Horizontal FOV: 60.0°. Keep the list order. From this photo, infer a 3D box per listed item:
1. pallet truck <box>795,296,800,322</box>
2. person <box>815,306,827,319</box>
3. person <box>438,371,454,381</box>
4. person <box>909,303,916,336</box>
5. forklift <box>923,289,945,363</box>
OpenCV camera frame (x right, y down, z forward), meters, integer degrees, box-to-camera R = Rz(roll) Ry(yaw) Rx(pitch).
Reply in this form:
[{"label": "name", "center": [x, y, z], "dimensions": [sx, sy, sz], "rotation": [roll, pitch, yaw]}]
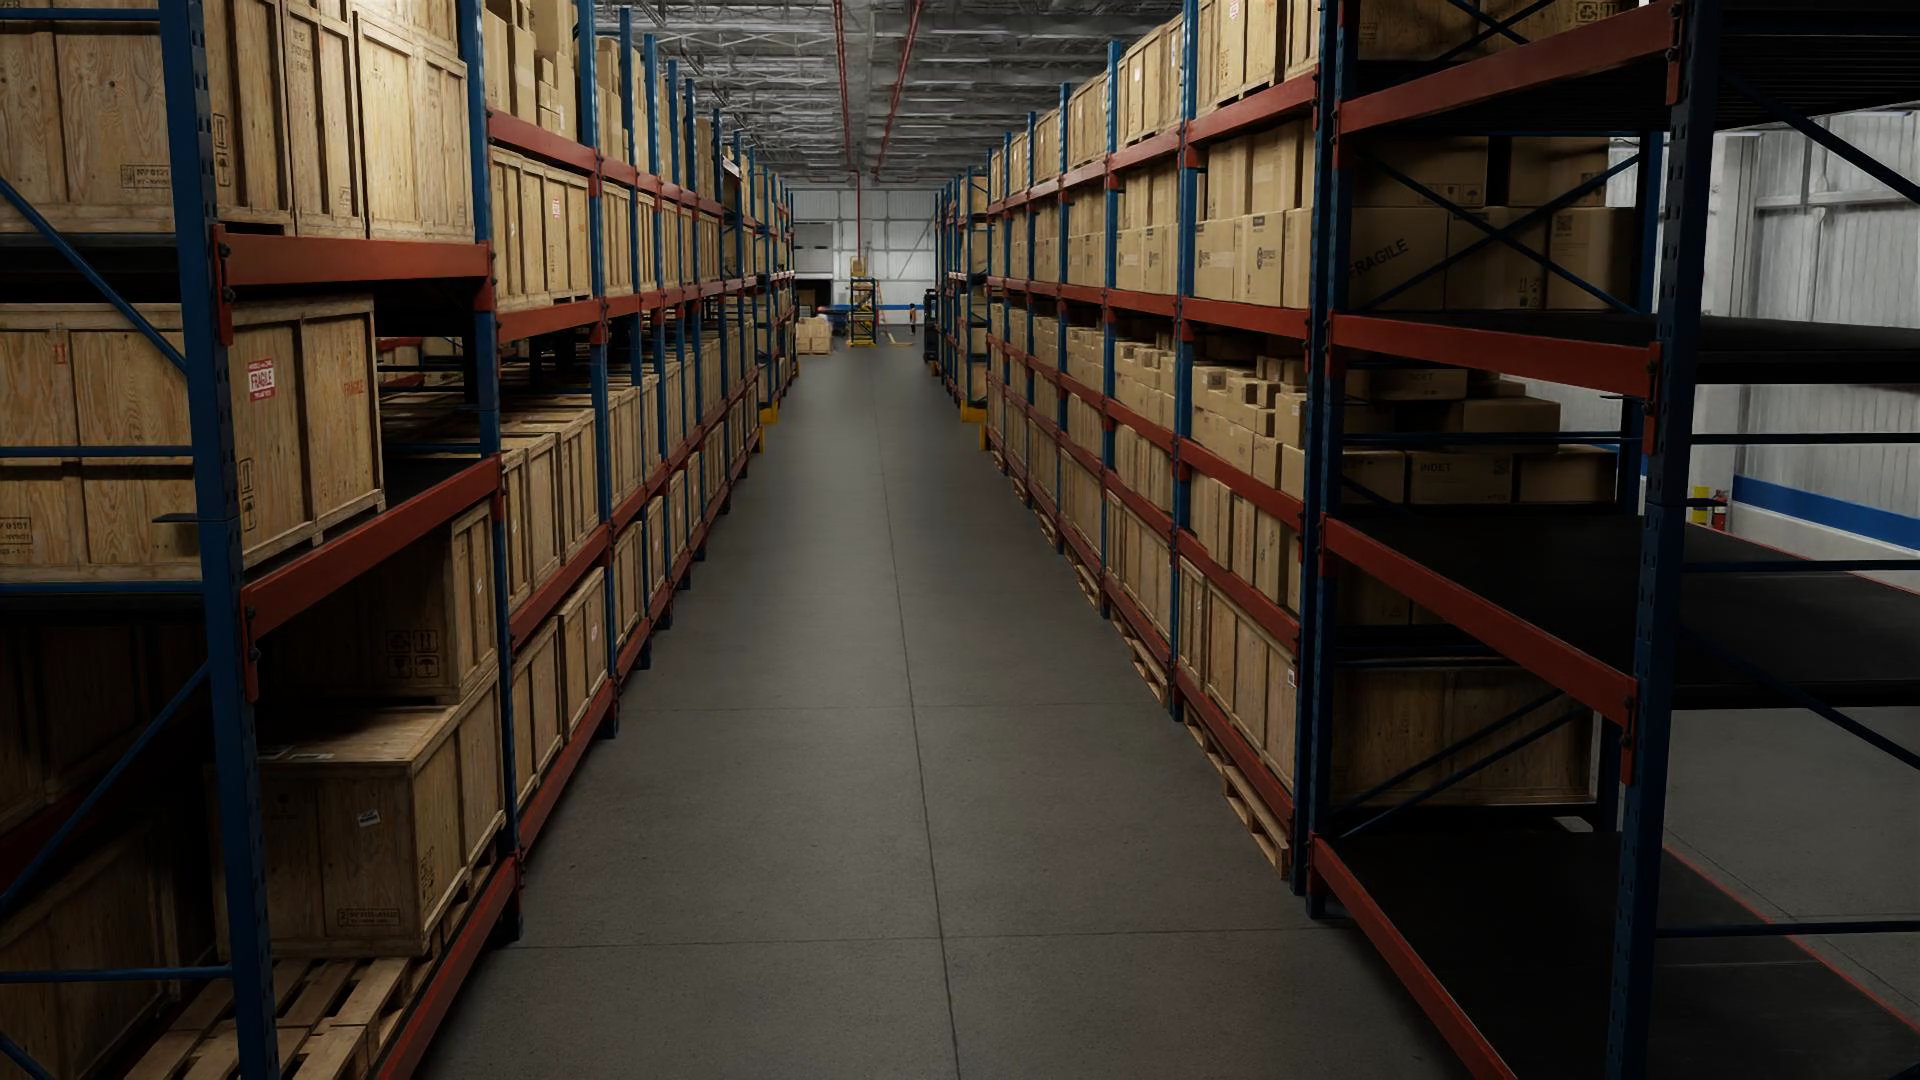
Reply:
[{"label": "pallet truck", "center": [-8.622, -12.439, 91.403], "dimensions": [1.885, 1.965, 0.823], "rotation": [2, 10, 13]}, {"label": "person", "center": [-6.057, -9.146, 71.988], "dimensions": [0.554, 1.908, 0.779], "rotation": [-5, 11, -28]}, {"label": "person", "center": [-10.449, -2.686, 33.947], "dimensions": [0.394, 1.726, 0.489], "rotation": [-1, 10, -3]}, {"label": "person", "center": [-2.459, -11.505, 86.752], "dimensions": [0.319, 1.688, 0.539], "rotation": [4, 10, 21]}, {"label": "forklift", "center": [-0.838, -8.197, 63.430], "dimensions": [1.129, 2.768, 1.873], "rotation": [-1, 10, -3]}]
